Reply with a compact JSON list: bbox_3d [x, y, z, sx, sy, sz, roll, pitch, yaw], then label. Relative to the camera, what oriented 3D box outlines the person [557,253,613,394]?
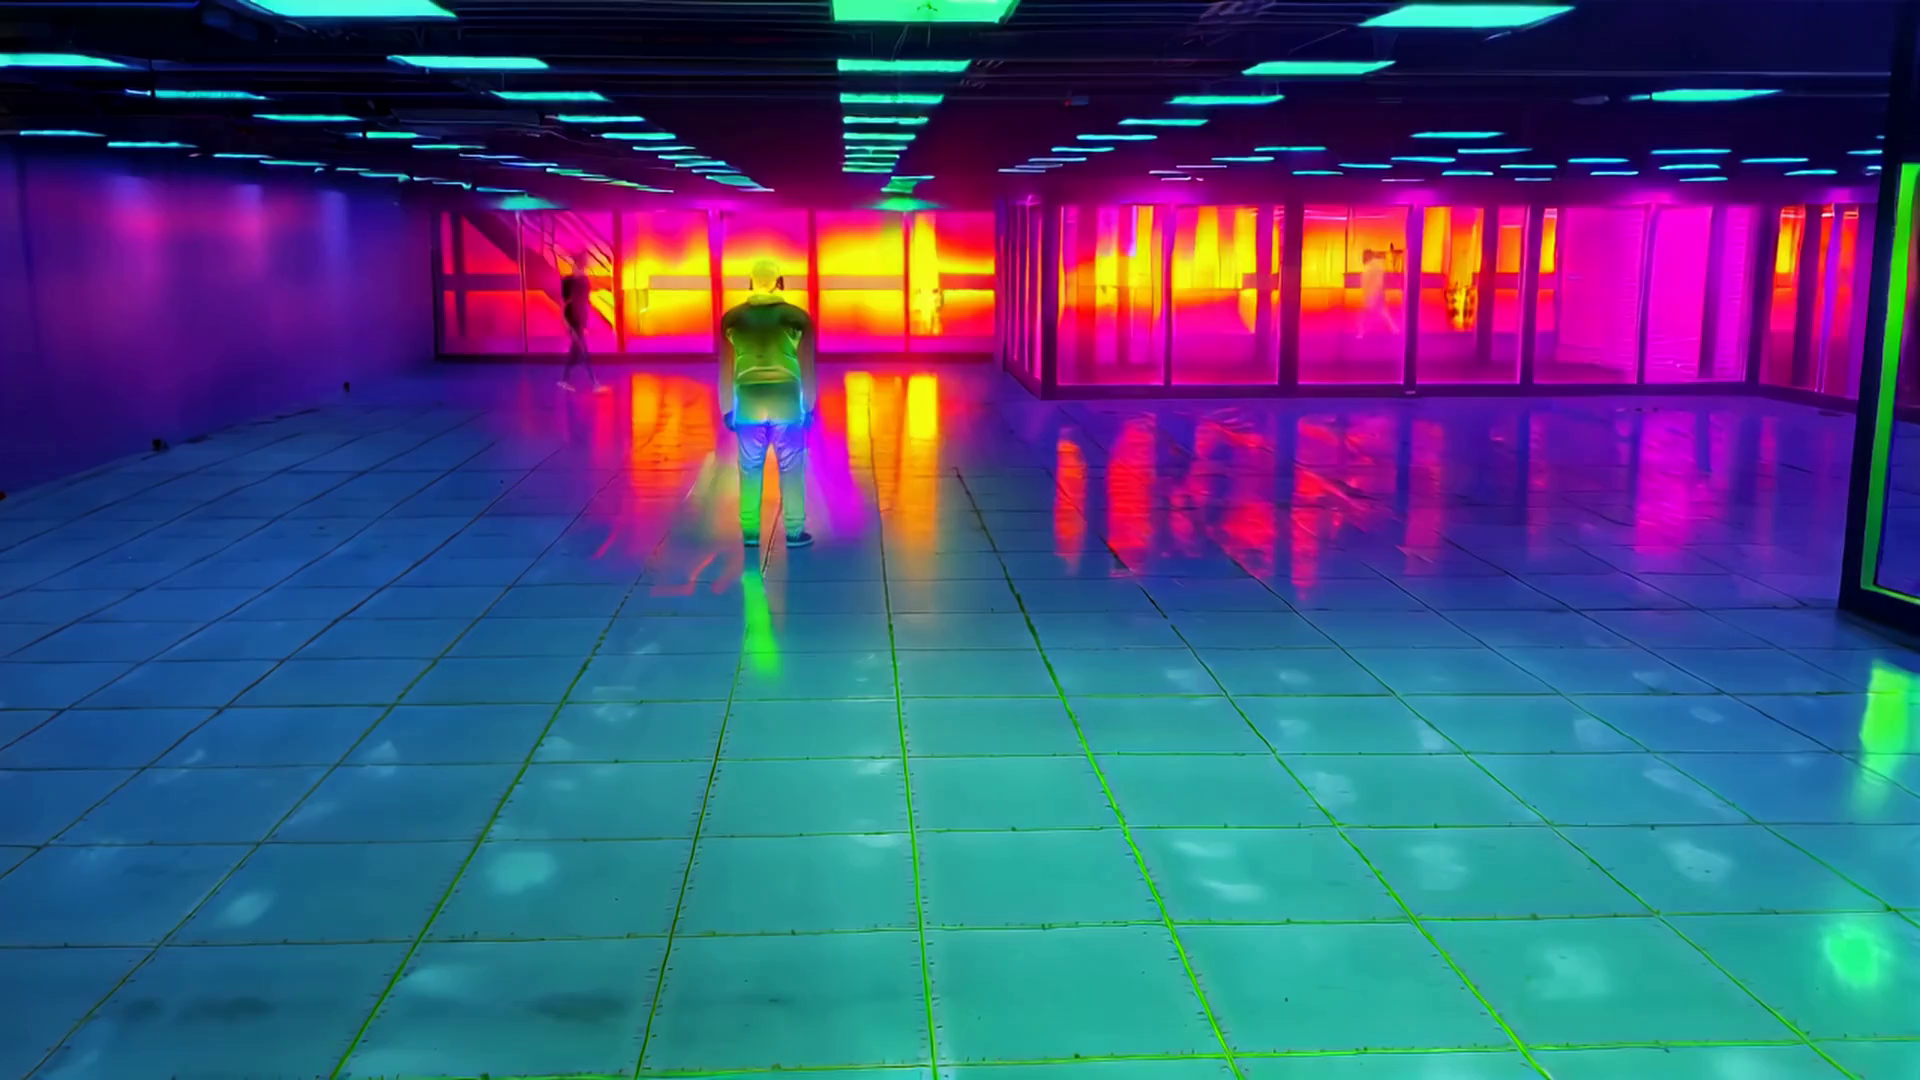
[{"bbox_3d":[-4.918,-2.804,21.567,0.981,1.825,0.513,5,11,23],"label":"person"}]

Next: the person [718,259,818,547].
[{"bbox_3d":[-1.262,-0.902,11.058,0.651,1.904,0.402,0,11,1],"label":"person"}]
